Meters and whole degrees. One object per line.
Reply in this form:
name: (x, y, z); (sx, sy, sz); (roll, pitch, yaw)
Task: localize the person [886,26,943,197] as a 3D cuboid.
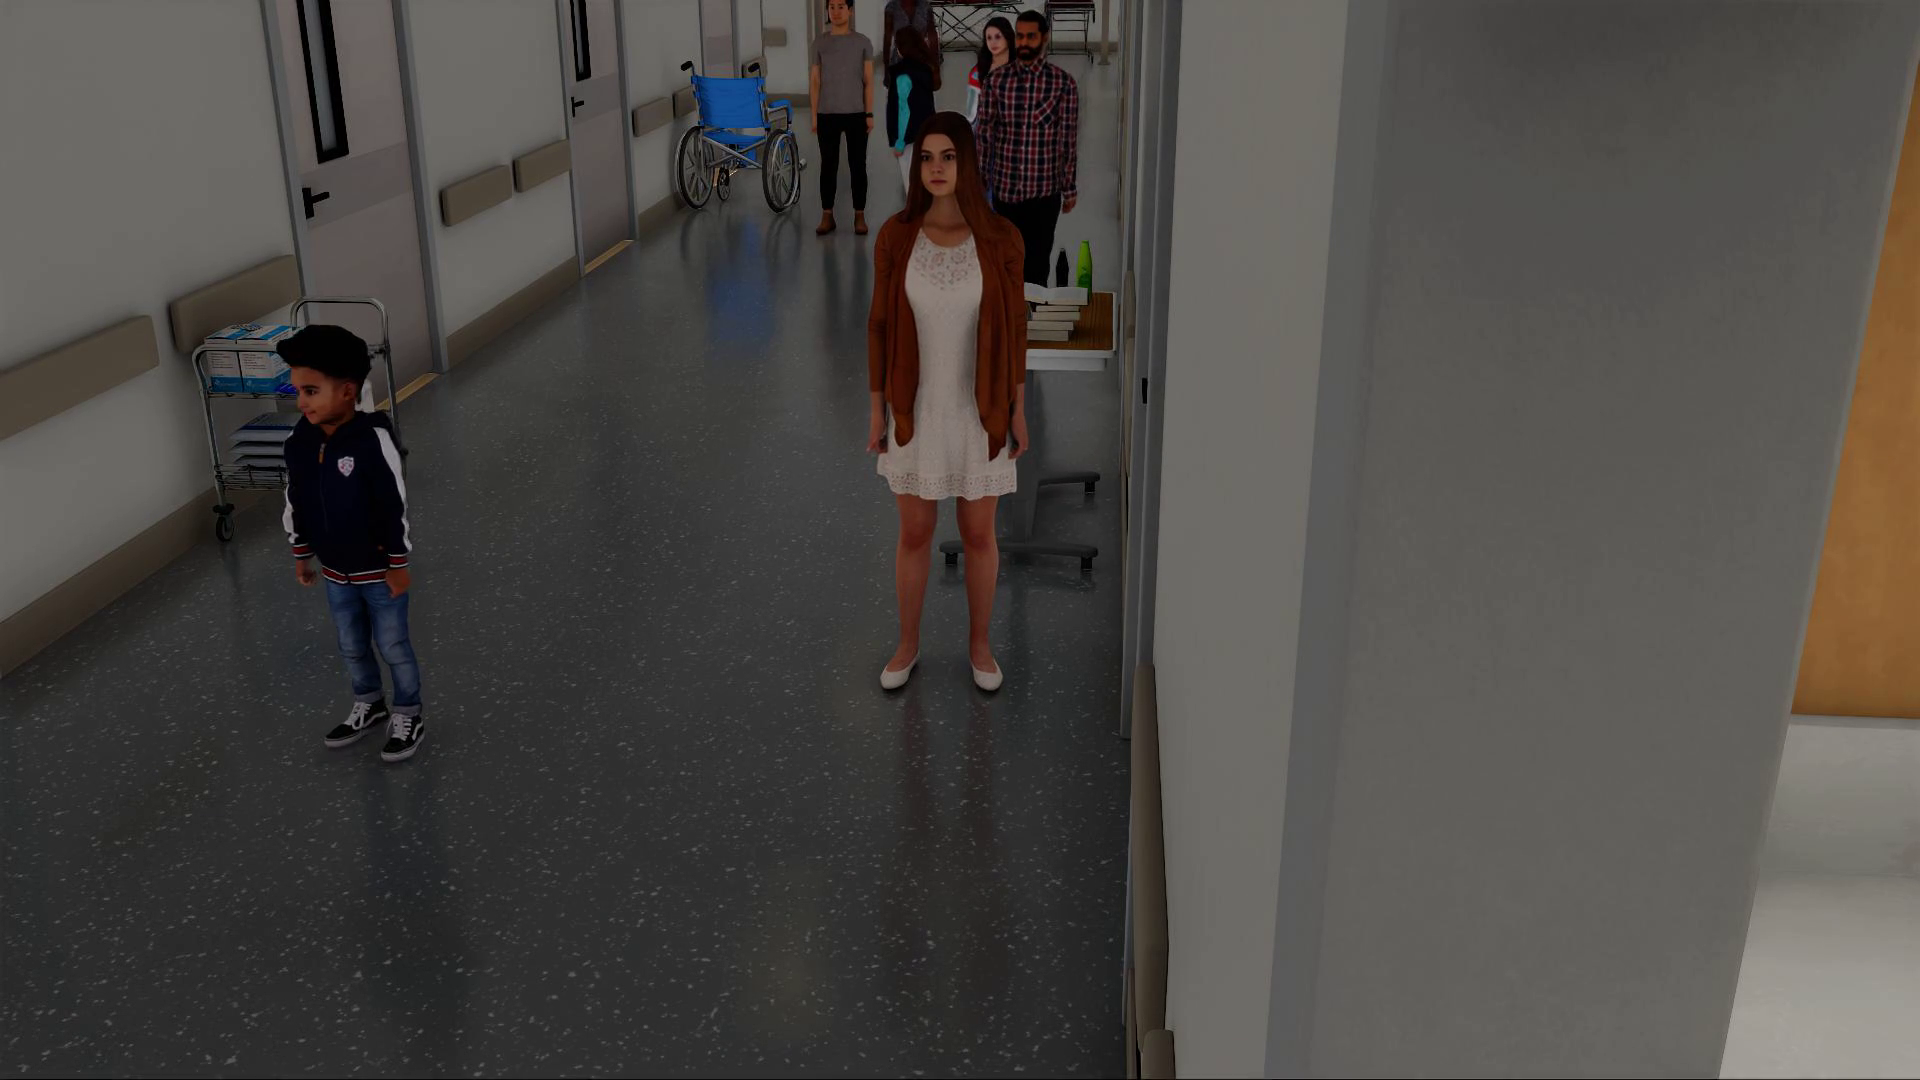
person: (-0.316, -2.797, 11.551); (0.699, 1.500, 0.599); (8, 22, 20)

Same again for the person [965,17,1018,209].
person: (0.262, -2.520, 10.685); (0.616, 1.594, 0.907); (1, 21, 2)

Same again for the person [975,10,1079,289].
person: (0.364, -1.871, 8.751); (0.797, 1.752, 1.115); (5, 21, 13)

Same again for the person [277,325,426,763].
person: (-1.635, 0.014, 4.529); (0.568, 1.217, 0.536); (4, 21, 11)

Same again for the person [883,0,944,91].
person: (-0.455, -4.014, 14.409); (0.894, 1.752, 1.135); (-7, 22, -19)

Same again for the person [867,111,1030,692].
person: (-0.033, -0.386, 4.876); (0.627, 1.719, 0.561); (1, 21, 3)

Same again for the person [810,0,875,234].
person: (-0.845, -3.096, 12.026); (0.612, 1.722, 0.524); (1, 21, 2)
